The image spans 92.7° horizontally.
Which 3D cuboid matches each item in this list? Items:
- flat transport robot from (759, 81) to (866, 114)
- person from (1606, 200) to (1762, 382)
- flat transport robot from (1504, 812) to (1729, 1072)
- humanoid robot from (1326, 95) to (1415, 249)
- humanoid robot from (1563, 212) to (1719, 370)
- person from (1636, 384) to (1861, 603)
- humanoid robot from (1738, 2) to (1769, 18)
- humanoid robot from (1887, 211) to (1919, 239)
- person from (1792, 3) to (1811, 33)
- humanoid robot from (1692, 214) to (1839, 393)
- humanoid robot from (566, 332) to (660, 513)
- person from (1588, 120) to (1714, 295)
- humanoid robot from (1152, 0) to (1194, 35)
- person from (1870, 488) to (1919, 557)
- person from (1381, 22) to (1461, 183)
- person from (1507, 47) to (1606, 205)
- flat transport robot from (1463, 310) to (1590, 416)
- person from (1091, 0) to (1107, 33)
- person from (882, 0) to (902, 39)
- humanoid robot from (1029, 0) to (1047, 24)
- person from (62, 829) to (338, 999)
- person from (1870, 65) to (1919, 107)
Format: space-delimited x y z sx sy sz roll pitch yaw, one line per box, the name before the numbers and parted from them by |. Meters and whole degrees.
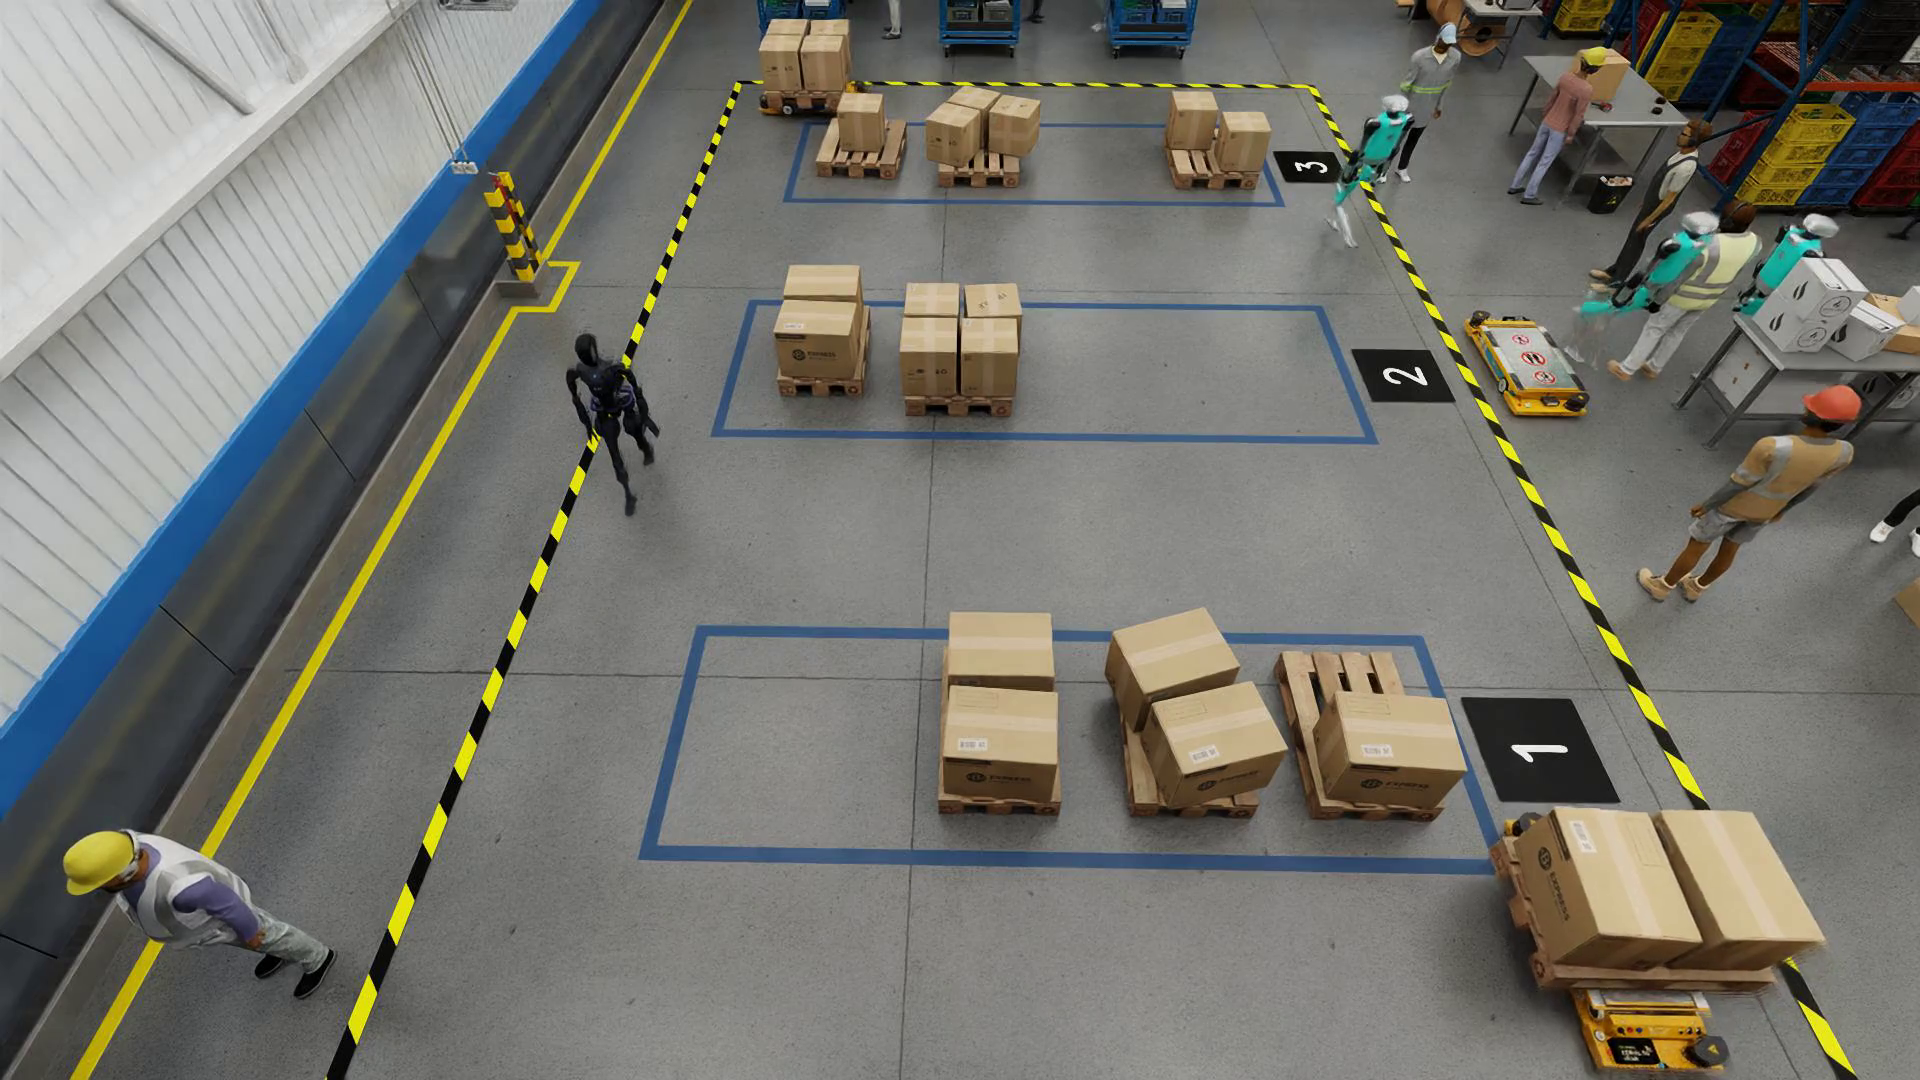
flat transport robot | -2.078 -6.256 12.930 1.431 0.197 0.652 1 49 1
person | 6.688 -2.239 8.436 0.630 1.834 0.431 -5 49 -4
flat transport robot | 3.879 2.346 5.484 0.652 0.197 1.431 1 49 1
humanoid robot | 4.385 -4.100 10.095 0.543 1.718 0.977 -11 50 -9
humanoid robot | 6.253 -2.358 8.626 0.551 1.801 0.821 -11 50 -10
person | 5.663 -0.280 6.604 0.615 2.039 0.382 3 49 2
humanoid robot | 11.836 -7.967 13.507 0.656 1.634 0.610 -8 50 -7
humanoid robot | 11.181 -3.991 10.093 0.664 1.641 0.613 4 49 4
person | 13.207 -8.791 14.084 0.528 1.868 0.312 -8 50 -7
humanoid robot | 7.465 -2.115 8.385 0.654 1.786 0.536 3 49 2
humanoid robot | -2.811 -1.035 7.525 0.595 1.664 0.535 -8 50 -7
person | 7.106 -3.394 9.428 0.344 1.846 0.508 22 53 18
humanoid robot | 3.272 -8.810 14.220 1.005 1.780 0.535 14 51 12
person | 7.890 -0.589 6.985 0.509 1.871 0.328 27 54 21
person | 5.523 -5.205 10.991 0.598 1.850 0.394 -2 49 -2
person | 7.010 -4.835 10.727 0.326 1.766 0.531 -10 50 -8
flat transport robot | 5.573 -1.757 9.054 0.659 0.231 1.431 1 49 1
person | 2.197 -8.830 14.221 0.516 1.715 0.479 -24 53 -20
person | -1.050 -8.698 14.017 0.383 1.846 0.569 3 49 2
humanoid robot | 1.295 -9.119 14.494 0.328 1.654 0.589 0 49 0
person | -3.937 1.959 4.804 0.599 1.827 0.404 18 52 15
person | 12.007 -6.064 11.624 0.403 2.029 0.608 -17 51 -14
